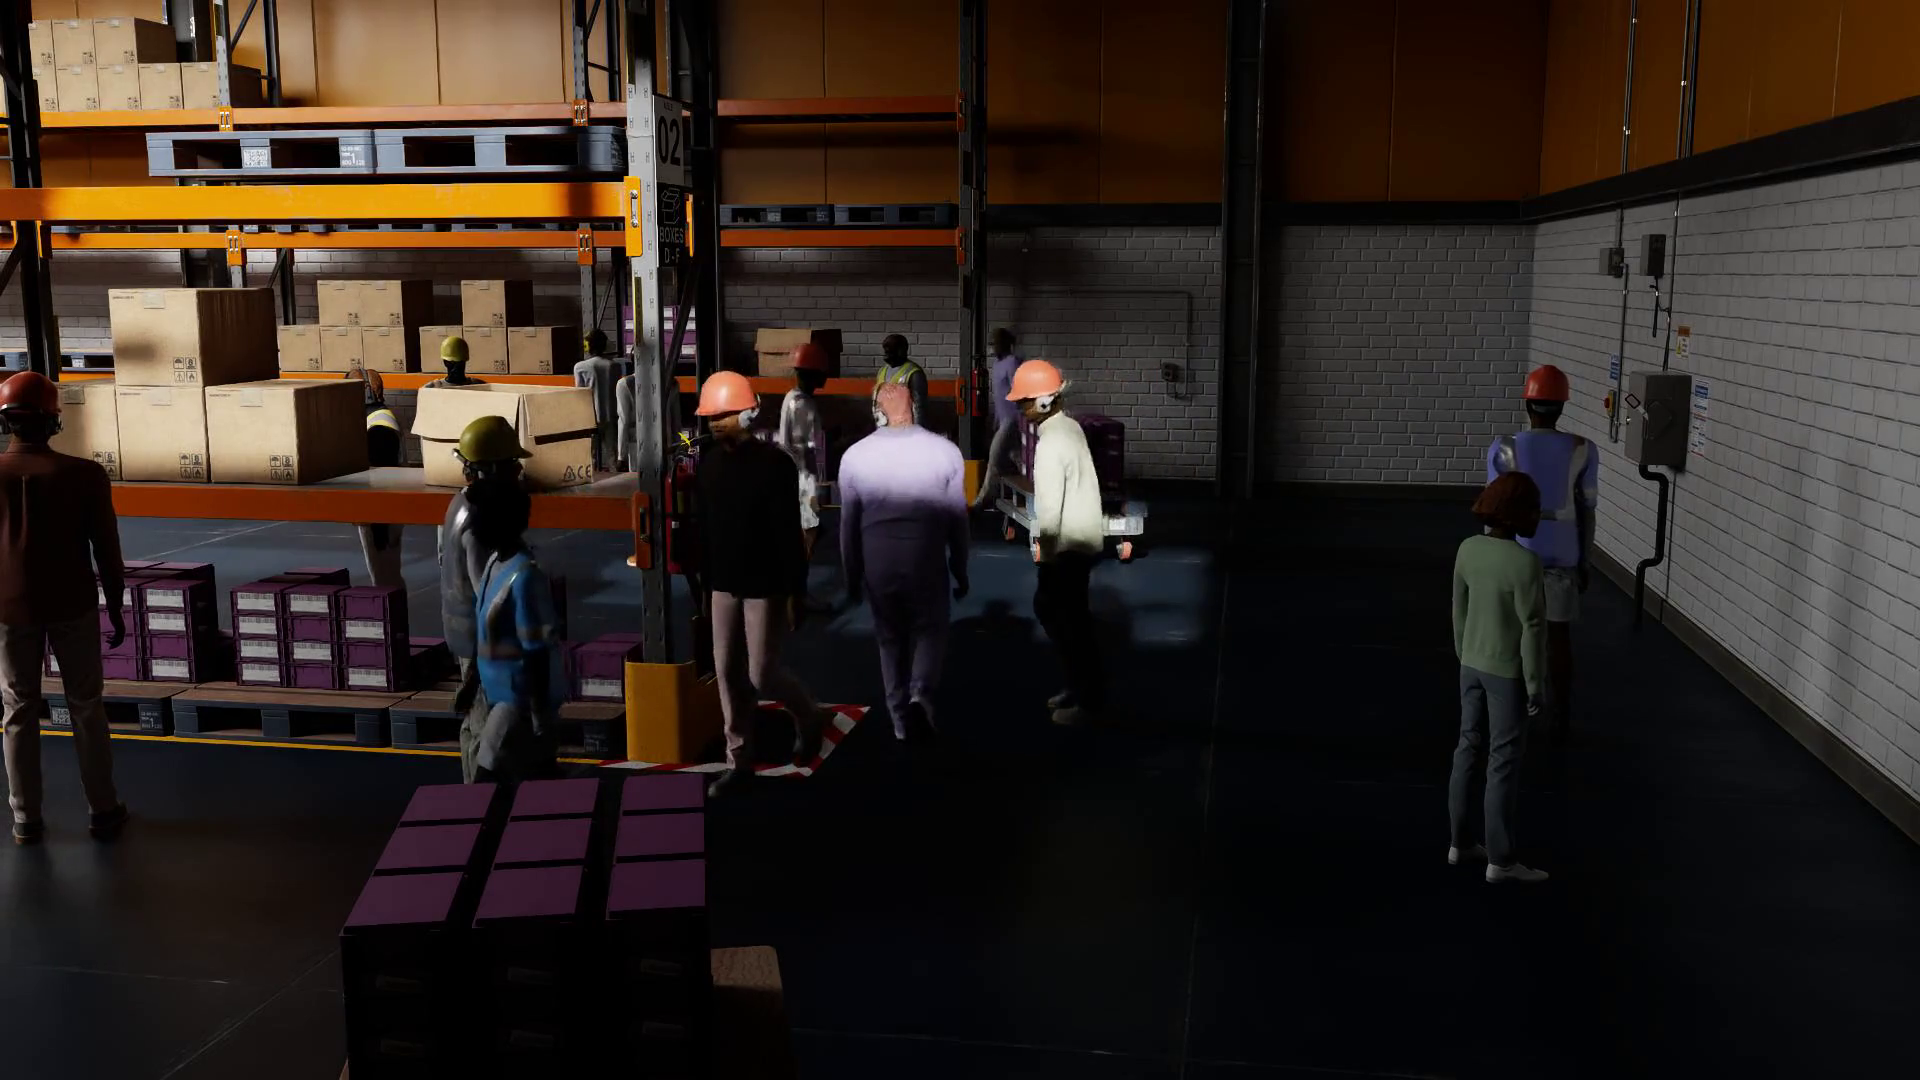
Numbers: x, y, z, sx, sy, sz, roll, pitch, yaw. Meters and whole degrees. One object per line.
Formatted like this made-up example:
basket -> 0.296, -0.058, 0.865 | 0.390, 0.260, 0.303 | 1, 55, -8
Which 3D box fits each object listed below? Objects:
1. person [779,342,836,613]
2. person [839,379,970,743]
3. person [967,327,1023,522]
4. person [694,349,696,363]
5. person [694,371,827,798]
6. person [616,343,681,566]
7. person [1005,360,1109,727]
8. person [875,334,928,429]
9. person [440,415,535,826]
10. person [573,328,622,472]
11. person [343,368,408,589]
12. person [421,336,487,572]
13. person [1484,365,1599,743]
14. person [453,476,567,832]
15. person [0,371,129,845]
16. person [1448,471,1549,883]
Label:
person -> -1.085, -0.421, 11.655 | 0.451, 1.922, 0.576 | -2, 9, -10
person -> -0.280, 0.132, 8.368 | 0.660, 1.875, 0.548 | 1, 9, 4
person -> 0.395, -1.106, 16.067 | 1.076, 1.867, 0.672 | -2, 9, -12
person -> -2.061, -0.830, 14.413 | 0.575, 1.850, 0.599 | -3, 10, -19
person -> -0.939, 0.198, 7.675 | 0.653, 1.969, 0.635 | 6, 11, 33
person -> -2.544, -0.716, 13.610 | 0.585, 1.882, 0.337 | -8, 12, -39
person -> 0.539, 0.033, 8.790 | 0.620, 1.948, 0.645 | 2, 9, 13
person -> -0.581, -0.985, 15.416 | 0.429, 1.839, 0.633 | -8, 12, -40
person -> -1.899, 0.407, 6.796 | 0.404, 1.834, 0.591 | -4, 10, -22
person -> -3.559, -1.148, 16.362 | 0.531, 1.865, 0.312 | -6, 11, -33
person -> -3.565, -0.130, 10.140 | 0.428, 1.836, 0.625 | -4, 10, -21
person -> -3.880, -0.619, 12.920 | 0.581, 1.919, 0.393 | -6, 11, -31
person -> 2.960, 0.076, 8.530 | 0.546, 1.939, 0.375 | 3, 9, 15
person -> -1.739, 0.596, 6.170 | 0.737, 1.663, 0.531 | -4, 10, -21
person -> -3.873, 0.287, 7.043 | 0.624, 1.992, 0.390 | -4, 10, -22
person -> 2.145, 0.537, 6.610 | 0.283, 1.633, 0.498 | -3, 10, -20
